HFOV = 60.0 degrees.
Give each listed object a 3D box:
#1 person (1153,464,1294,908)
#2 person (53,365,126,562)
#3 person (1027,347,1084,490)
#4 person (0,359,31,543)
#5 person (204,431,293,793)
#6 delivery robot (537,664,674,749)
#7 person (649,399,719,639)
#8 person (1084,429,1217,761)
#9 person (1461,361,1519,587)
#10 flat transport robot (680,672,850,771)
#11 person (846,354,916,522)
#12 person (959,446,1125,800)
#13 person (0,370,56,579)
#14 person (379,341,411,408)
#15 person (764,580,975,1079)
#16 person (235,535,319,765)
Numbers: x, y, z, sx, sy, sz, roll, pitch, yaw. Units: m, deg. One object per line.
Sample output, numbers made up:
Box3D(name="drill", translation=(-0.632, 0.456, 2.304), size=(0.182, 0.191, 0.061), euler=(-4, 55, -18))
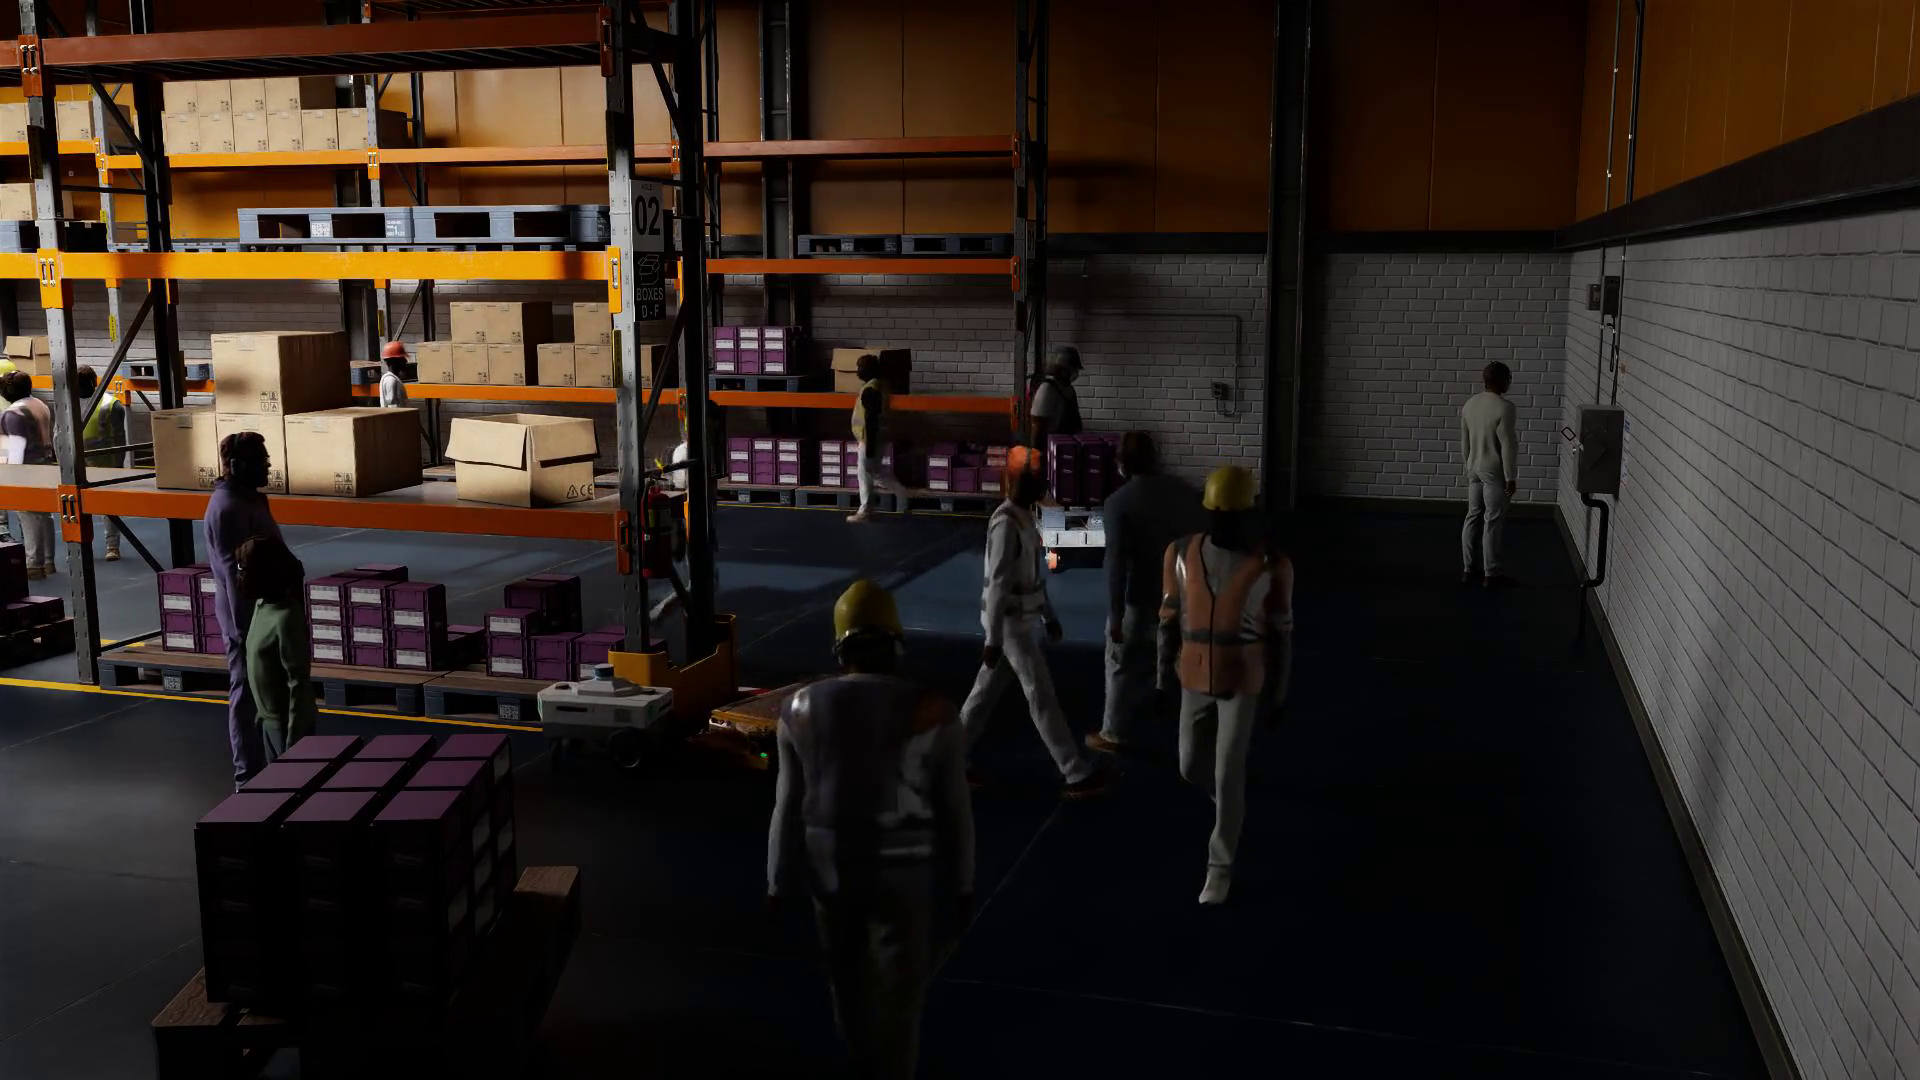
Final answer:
Box3D(name="person", translation=(1.182, 0.595, 7.357), size=(0.598, 1.905, 0.747), euler=(5, 11, 29))
Box3D(name="person", translation=(-8.108, -0.707, 15.499), size=(0.619, 1.838, 0.430), euler=(-2, 9, -10))
Box3D(name="person", translation=(0.840, -0.986, 16.573), size=(0.806, 2.000, 0.724), euler=(3, 10, 17))
Box3D(name="person", translation=(-9.437, -0.879, 16.553), size=(0.404, 1.831, 0.601), euler=(4, 10, 25))
Box3D(name="person", translation=(-3.645, 0.388, 8.604), size=(0.407, 1.906, 0.655), euler=(-3, 10, -20))
Box3D(name="delivery robot", translation=(-1.951, 0.925, 9.159), size=(0.707, 0.478, 0.477), euler=(2, 10, 13))
Box3D(name="person", translation=(-1.883, -0.055, 11.502), size=(0.622, 1.843, 0.534), euler=(3, 10, 18))
Box3D(name="person", translation=(1.080, 0.341, 9.087), size=(0.653, 1.873, 0.951), euler=(-4, 10, -24))
Box3D(name="person", translation=(4.572, -0.568, 14.336), size=(0.373, 1.940, 0.629), euler=(-4, 10, -22))
Box3D(name="flat transport robot", translation=(-0.894, 1.030, 9.668), size=(0.652, 0.197, 1.431), euler=(6, 11, 33))
Box3D(name="person", translation=(-0.867, -1.079, 17.819), size=(0.659, 1.822, 0.622), euler=(1, 9, 6))
Box3D(name="person", translation=(0.334, 0.428, 8.594), size=(0.986, 1.836, 0.574), euler=(1, 9, 5))
Box3D(name="person", translation=(-8.251, -0.575, 14.676), size=(0.430, 1.845, 0.619), euler=(-1, 9, -7))
Box3D(name="person", translation=(-6.116, -1.188, 18.104), size=(0.347, 1.943, 0.545), euler=(-4, 10, -22))
Box3D(name="person", translation=(-0.261, 1.010, 5.242), size=(0.632, 1.759, 1.002), euler=(1, 9, 8))
Box3D(name="person", translation=(-2.868, 0.783, 7.029), size=(0.285, 1.632, 0.499), euler=(-7, 11, -35))
